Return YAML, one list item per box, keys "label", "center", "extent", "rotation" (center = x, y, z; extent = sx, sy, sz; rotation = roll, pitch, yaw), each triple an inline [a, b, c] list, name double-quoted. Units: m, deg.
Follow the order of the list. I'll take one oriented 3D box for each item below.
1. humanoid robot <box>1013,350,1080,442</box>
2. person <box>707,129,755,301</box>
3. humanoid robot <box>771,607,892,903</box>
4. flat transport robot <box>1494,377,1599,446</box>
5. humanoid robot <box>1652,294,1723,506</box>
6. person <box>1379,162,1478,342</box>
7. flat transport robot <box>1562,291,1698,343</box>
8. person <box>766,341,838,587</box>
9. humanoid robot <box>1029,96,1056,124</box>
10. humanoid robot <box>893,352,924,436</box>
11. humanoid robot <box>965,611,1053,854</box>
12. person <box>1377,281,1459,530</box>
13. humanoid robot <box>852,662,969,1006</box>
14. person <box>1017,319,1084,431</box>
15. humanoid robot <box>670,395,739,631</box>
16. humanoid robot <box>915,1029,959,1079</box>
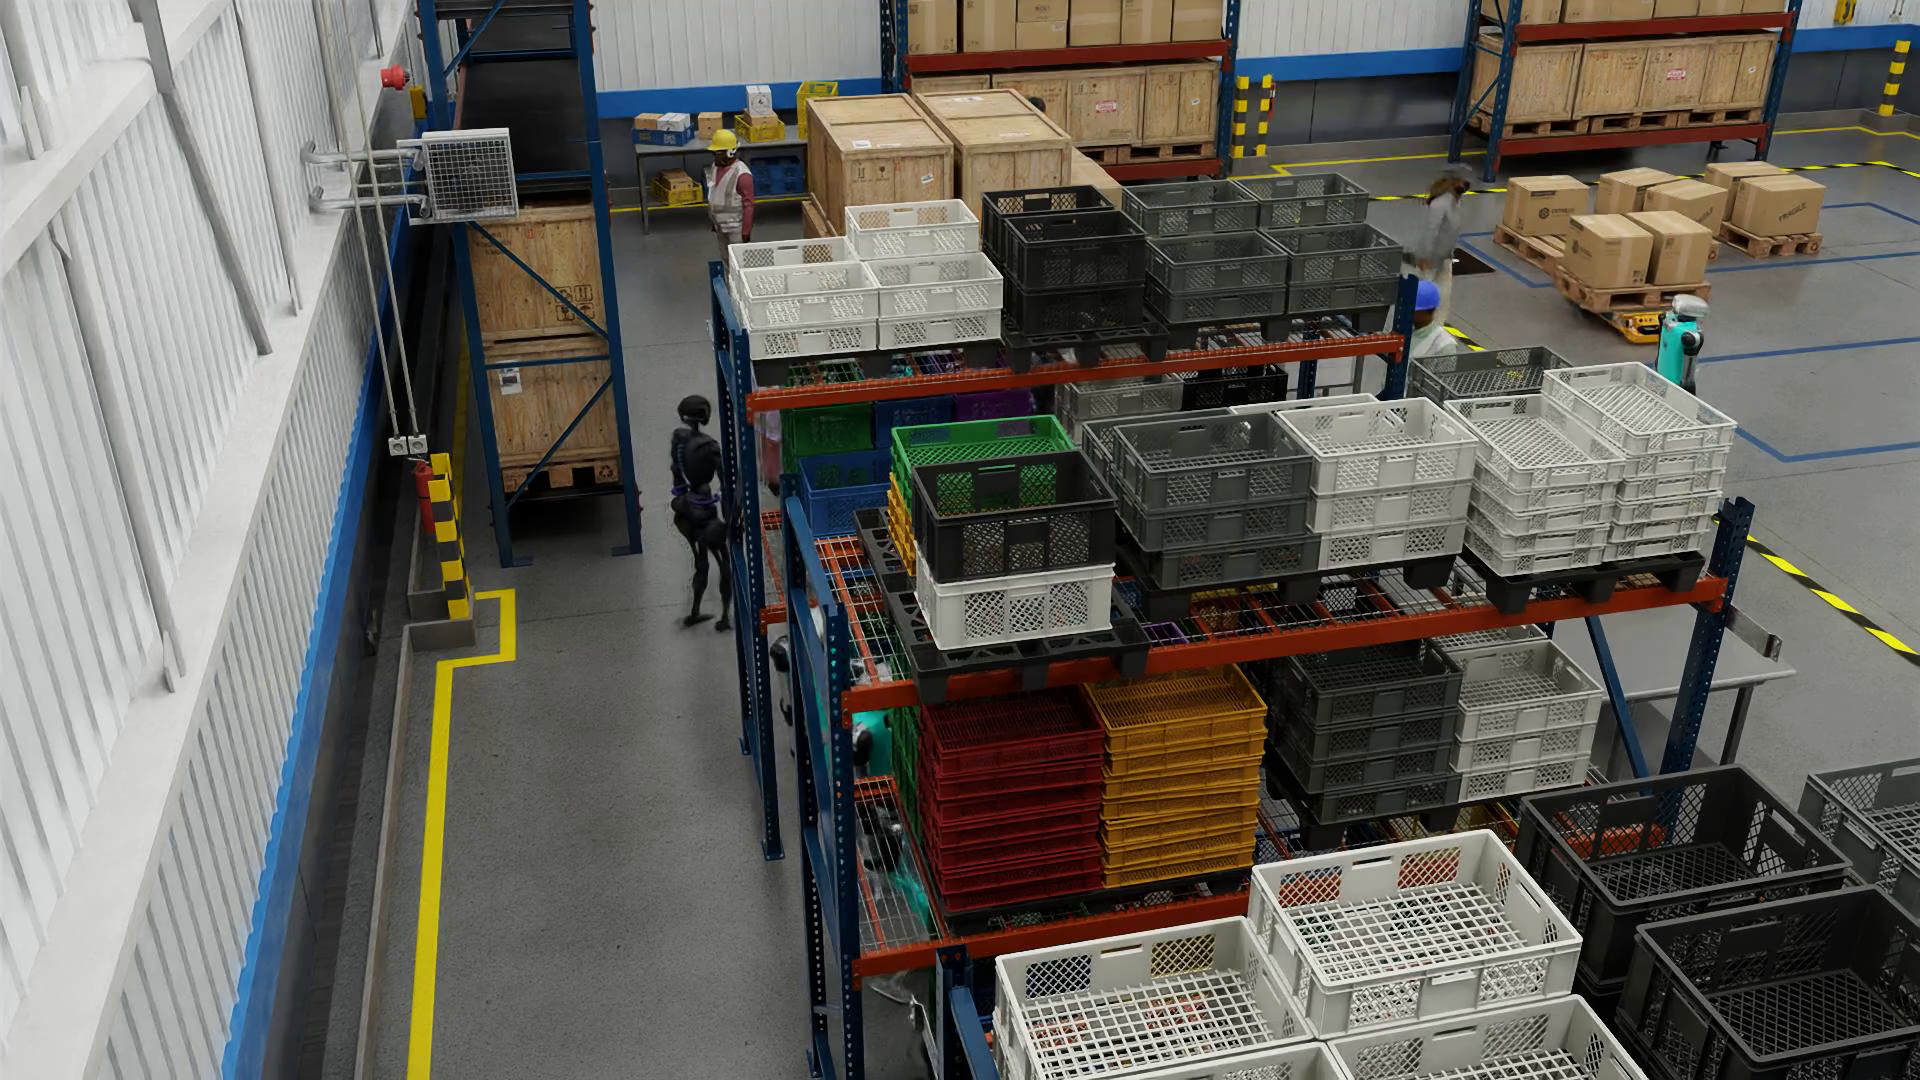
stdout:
- label: "humanoid robot"
  center: [0.641, -0.805, 12.097]
  extent: [0.610, 1.646, 0.425]
  rotation: [13, 31, 23]
- label: "person"
  center: [-2.244, -3.091, 16.233]
  extent: [0.404, 1.830, 0.602]
  rotation: [-22, 35, -35]
- label: "humanoid robot"
  center: [-0.555, 1.049, 8.492]
  extent: [0.530, 1.789, 0.710]
  rotation: [14, 31, 25]
- label: "flat transport robot"
  center: [4.780, -1.036, 14.013]
  extent: [0.659, 0.231, 1.431]
  rotation: [-6, 28, -12]
- label: "humanoid robot"
  center: [5.414, -0.995, 12.215]
  extent: [0.735, 1.677, 0.533]
  rotation: [-1, 28, -2]
- label: "person"
  center: [4.404, -2.739, 15.676]
  extent: [0.737, 1.728, 0.578]
  rotation: [21, 34, 34]
- label: "flat transport robot"
  center: [6.590, -2.294, 16.370]
  extent: [0.652, 0.197, 1.431]
  rotation: [-5, 28, -9]
- label: "person"
  center: [-0.934, -0.483, 11.103]
  extent: [1.005, 1.999, 0.609]
  rotation: [25, 36, 38]
- label: "humanoid robot"
  center: [0.830, -4.070, 18.266]
  extent: [0.603, 1.635, 0.414]
  rotation: [-22, 35, -35]
- label: "humanoid robot"
  center: [-0.581, -0.506, 11.546]
  extent: [0.774, 1.902, 0.548]
  rotation: [-5, 28, -9]
- label: "humanoid robot"
  center: [0.380, 0.977, 8.637]
  extent: [0.736, 1.798, 0.532]
  rotation: [-17, 32, -29]
- label: "person"
  center: [3.280, -0.943, 12.081]
  extent: [0.413, 1.908, 0.607]
  rotation: [-15, 31, -26]
- label: "humanoid robot"
  center: [-0.168, 1.402, 7.765]
  extent: [0.671, 1.752, 0.544]
  rotation: [13, 30, 23]
- label: "person"
  center: [0.697, -1.307, 12.844]
  extent: [0.582, 1.845, 0.714]
  rotation: [12, 30, 22]
- label: "humanoid robot"
  center: [-1.677, -0.180, 10.882]
  extent: [0.602, 1.664, 0.360]
  rotation: [25, 36, 38]
- label: "humanoid robot"
  center: [-0.024, 2.409, 5.965]
  extent: [0.426, 1.646, 0.589]
  rotation: [6, 28, 11]
